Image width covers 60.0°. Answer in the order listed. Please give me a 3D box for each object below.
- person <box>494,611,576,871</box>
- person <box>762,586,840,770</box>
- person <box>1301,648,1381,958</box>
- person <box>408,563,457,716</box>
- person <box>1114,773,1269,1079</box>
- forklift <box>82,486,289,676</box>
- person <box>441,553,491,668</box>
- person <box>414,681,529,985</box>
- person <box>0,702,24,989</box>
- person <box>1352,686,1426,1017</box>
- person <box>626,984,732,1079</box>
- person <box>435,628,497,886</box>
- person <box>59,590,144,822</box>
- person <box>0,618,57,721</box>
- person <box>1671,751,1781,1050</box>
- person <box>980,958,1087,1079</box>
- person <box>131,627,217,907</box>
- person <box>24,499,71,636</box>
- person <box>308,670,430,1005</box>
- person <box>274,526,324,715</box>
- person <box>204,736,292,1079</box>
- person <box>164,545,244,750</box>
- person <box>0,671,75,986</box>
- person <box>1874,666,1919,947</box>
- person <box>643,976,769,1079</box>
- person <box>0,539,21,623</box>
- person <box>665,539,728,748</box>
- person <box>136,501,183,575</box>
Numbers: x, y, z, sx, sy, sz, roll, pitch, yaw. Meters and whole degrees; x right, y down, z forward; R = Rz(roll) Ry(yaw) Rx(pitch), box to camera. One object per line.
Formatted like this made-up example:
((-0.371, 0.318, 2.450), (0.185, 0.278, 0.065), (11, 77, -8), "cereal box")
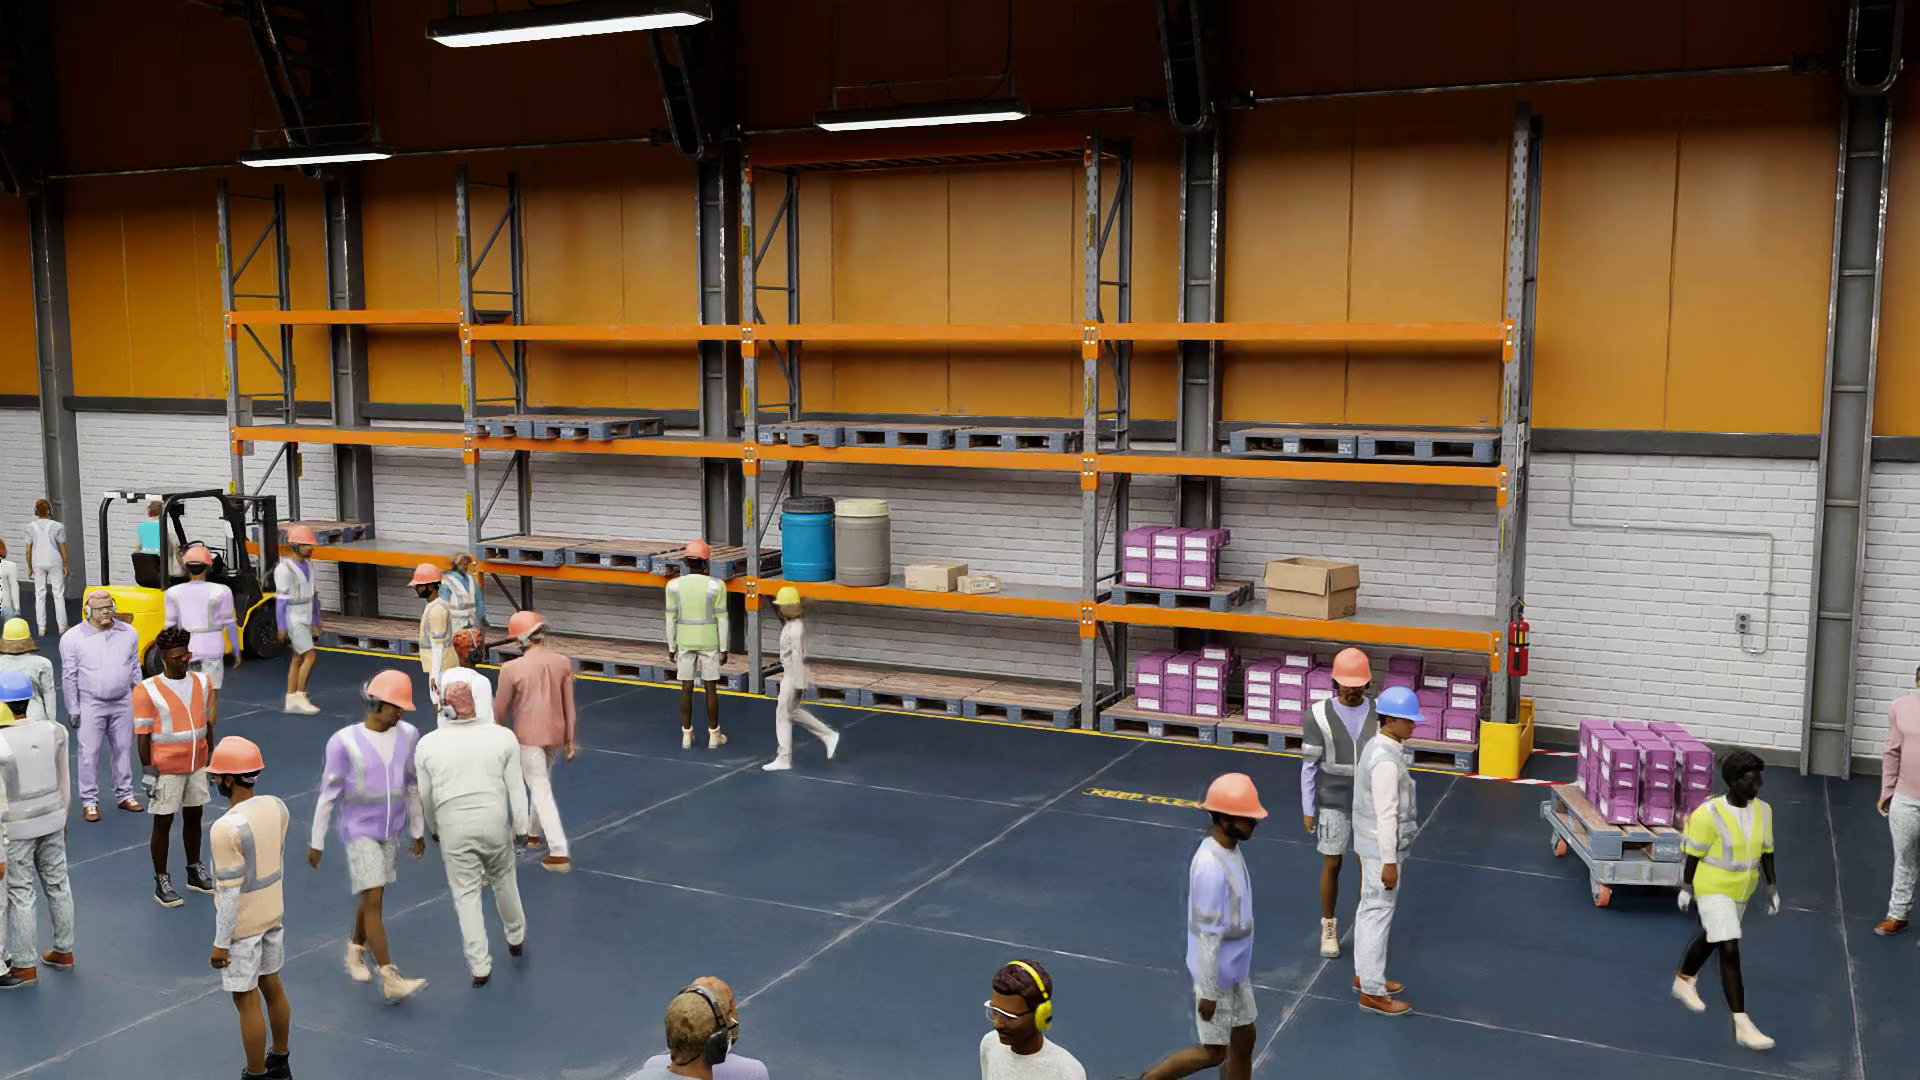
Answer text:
((-3.227, 1.501, 12.631), (0.989, 1.931, 0.602), (5, 9, 38), "person")
((-1.481, 1.266, 15.373), (0.652, 1.720, 0.486), (-1, 7, -6), "person")
((2.502, 1.689, 10.681), (0.613, 2.028, 0.409), (0, 7, 2), "person")
((-4.861, 1.171, 15.366), (0.392, 1.929, 0.539), (-3, 7, -22), "person")
((1.195, 2.058, 8.098), (0.789, 1.916, 0.553), (2, 7, 18), "person")
((-9.426, 0.454, 20.179), (1.214, 2.155, 2.313), (3, 8, 26), "forklift")
((-5.459, 0.951, 18.498), (0.801, 1.606, 0.518), (3, 8, 25), "person")
((-3.078, 1.795, 10.496), (0.666, 1.860, 0.859), (-3, 7, -20), "person")
((-5.931, 1.847, 10.210), (0.403, 1.821, 0.602), (-4, 8, -31), "person")
((2.533, 1.823, 9.887), (0.402, 1.943, 0.608), (1, 7, 10), "person")
((-0.855, 2.379, 5.359), (0.628, 1.932, 0.359), (6, 9, 42), "person")
((-3.570, 1.579, 12.156), (0.572, 1.883, 0.356), (5, 8, 35), "person")
((-7.106, 1.363, 13.847), (0.409, 1.908, 0.639), (6, 9, 39), "person")
((-7.568, 1.492, 13.445), (0.487, 1.746, 0.287), (-3, 8, -26), "person")
((4.413, 2.008, 9.573), (0.534, 1.650, 0.862), (-3, 7, -22), "person")
((0.232, 2.360, 5.809), (0.326, 1.862, 0.508), (-6, 9, -42), "person")
((-5.532, 1.582, 11.791), (0.368, 1.966, 0.603), (4, 8, 29), "person")
((-12.245, 0.369, 22.324), (0.504, 1.842, 0.345), (-2, 7, -17), "person")
((-3.517, 1.786, 10.076), (0.960, 1.972, 0.697), (5, 9, 37), "person")
((-6.926, 0.855, 17.571), (0.641, 2.017, 0.627), (1, 7, 7), "person")
((-3.723, 1.974, 8.666), (0.354, 1.939, 0.544), (1, 7, 8), "person")
((-7.197, 1.065, 15.852), (0.633, 2.024, 0.574), (0, 7, -3), "person")
((-5.785, 1.772, 10.288), (0.398, 1.949, 0.604), (3, 8, 25), "person")
((6.357, 1.709, 10.910), (0.363, 1.932, 0.633), (-3, 8, -26), "person")
((-0.927, 2.425, 6.191), (0.499, 1.633, 0.281), (1, 7, 6), "person")
((-11.472, 0.771, 19.909), (0.527, 1.604, 0.694), (-1, 7, -9), "person")
((-2.550, 1.011, 16.193), (0.609, 2.044, 0.395), (1, 7, 5), "person")
((-10.724, 0.385, 22.284), (0.624, 1.827, 0.428), (1, 7, 9), "person")
